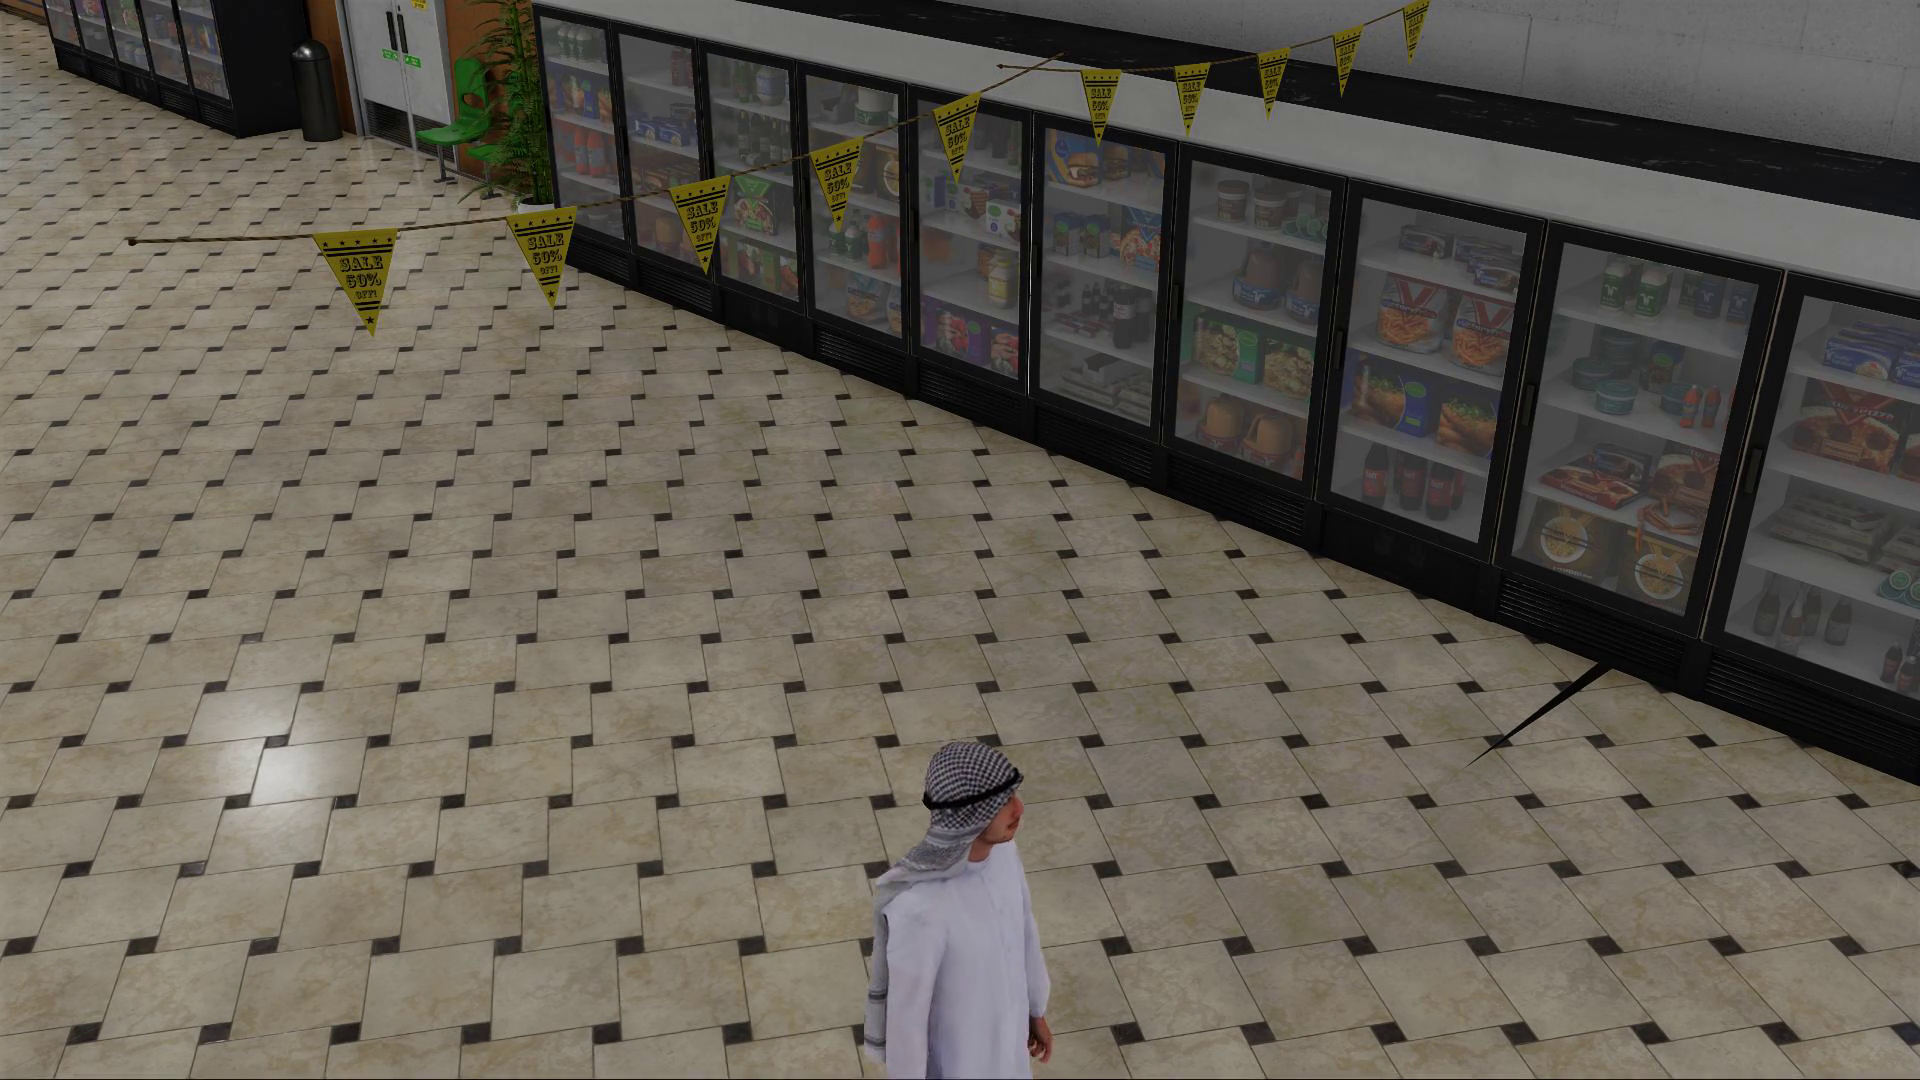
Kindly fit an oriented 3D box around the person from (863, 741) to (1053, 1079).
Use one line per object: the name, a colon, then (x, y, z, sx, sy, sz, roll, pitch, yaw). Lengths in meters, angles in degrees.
person: (-0.070, 1.310, 4.241, 0.897, 1.910, 0.846, 10, 29, 19)
